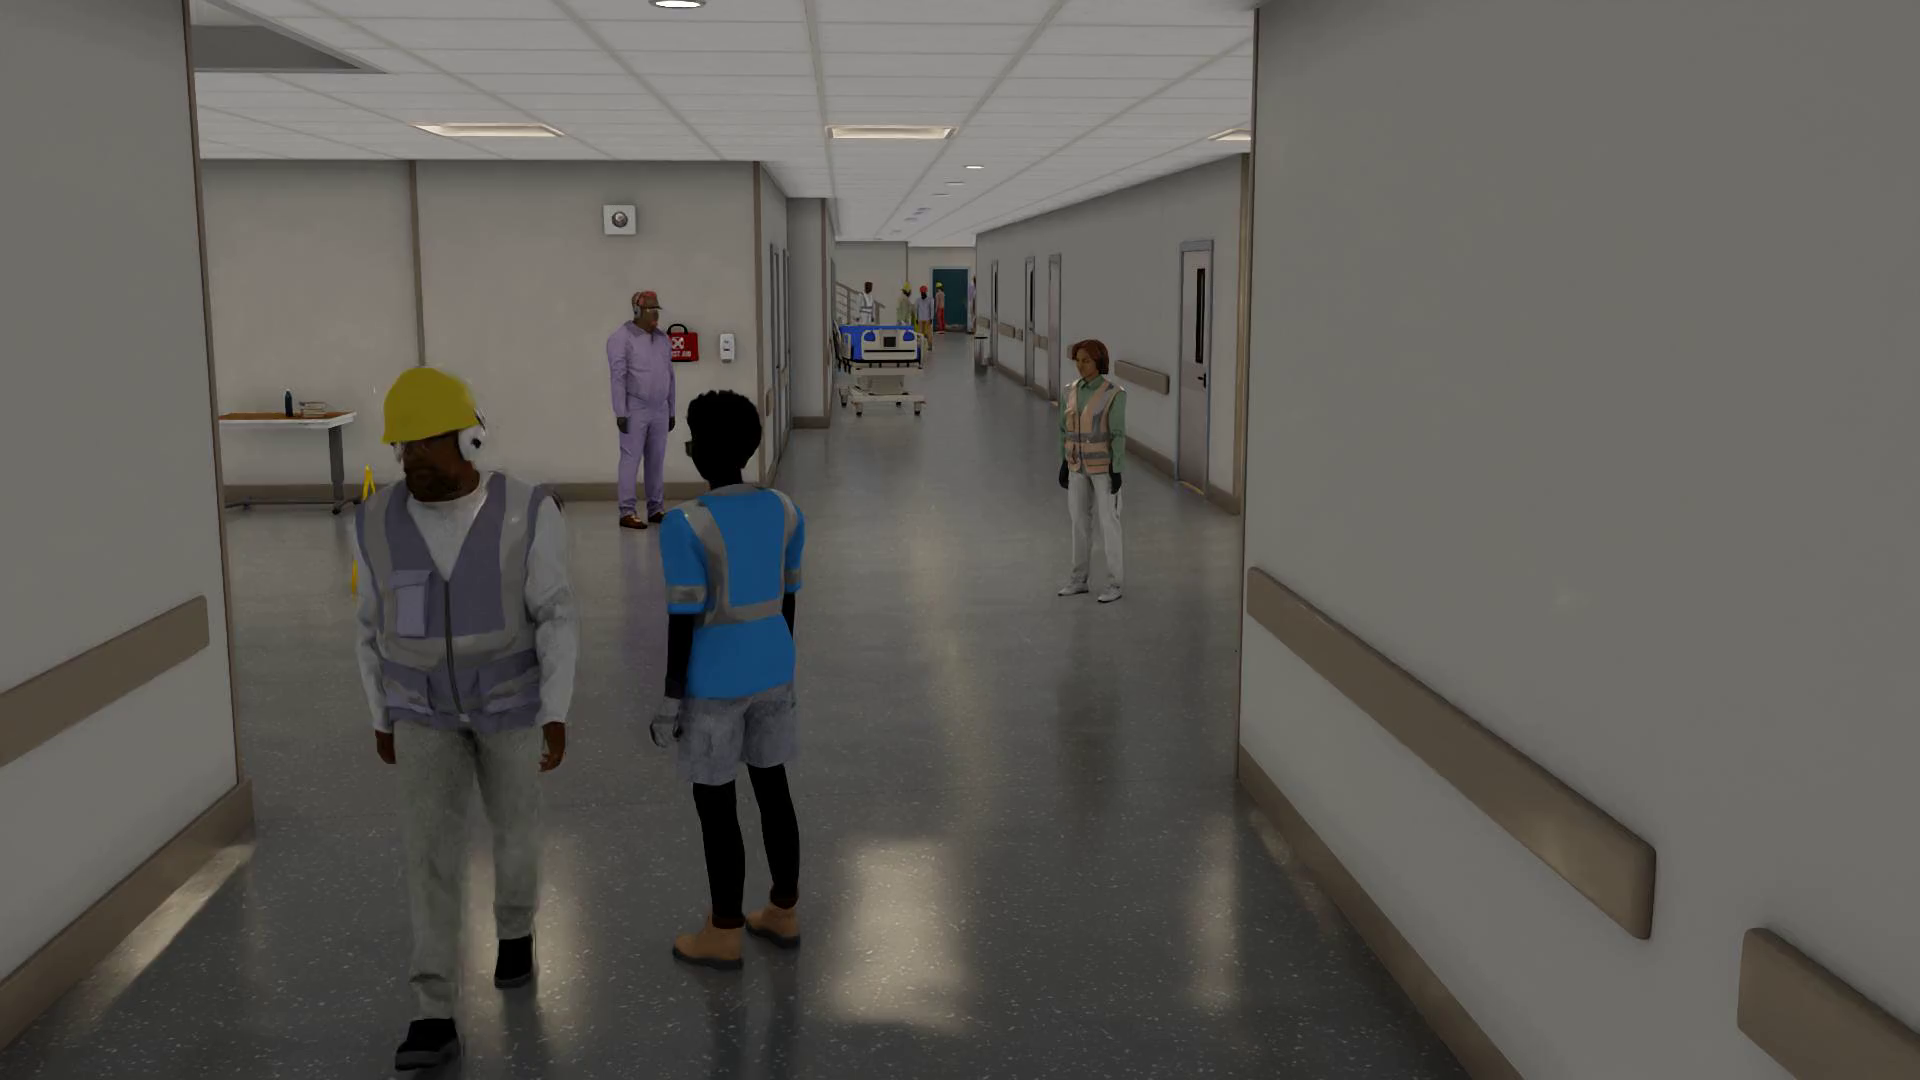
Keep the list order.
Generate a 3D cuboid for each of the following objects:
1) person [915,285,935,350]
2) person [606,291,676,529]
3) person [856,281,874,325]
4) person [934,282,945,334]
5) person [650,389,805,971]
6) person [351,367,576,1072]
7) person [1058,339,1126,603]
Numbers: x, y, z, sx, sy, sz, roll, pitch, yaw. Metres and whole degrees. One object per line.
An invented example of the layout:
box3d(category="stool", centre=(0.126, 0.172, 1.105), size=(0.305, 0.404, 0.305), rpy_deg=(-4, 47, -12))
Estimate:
box3d(category="person", centre=(-0.964, -5.990, 44.889), size=(0.566, 1.747, 0.346), rpy_deg=(4, 10, 24))
box3d(category="person", centre=(-2.522, -1.046, 13.385), size=(0.400, 1.901, 0.646), rpy_deg=(7, 11, 37))
box3d(category="person", centre=(-2.662, -6.118, 45.339), size=(0.685, 1.859, 0.619), rpy_deg=(6, 11, 34))
box3d(category="person", centre=(-0.714, -8.029, 57.627), size=(0.323, 1.769, 0.523), rpy_deg=(5, 10, 30))
box3d(category="person", centre=(-0.668, 0.410, 4.871), size=(0.317, 1.696, 0.541), rpy_deg=(7, 11, 37))
box3d(category="person", centre=(-1.320, 0.437, 4.432), size=(0.593, 1.779, 0.913), rpy_deg=(-1, 9, -7))
box3d(category="person", centre=(0.827, -0.430, 10.356), size=(0.514, 1.630, 0.318), rpy_deg=(9, 12, 43))
